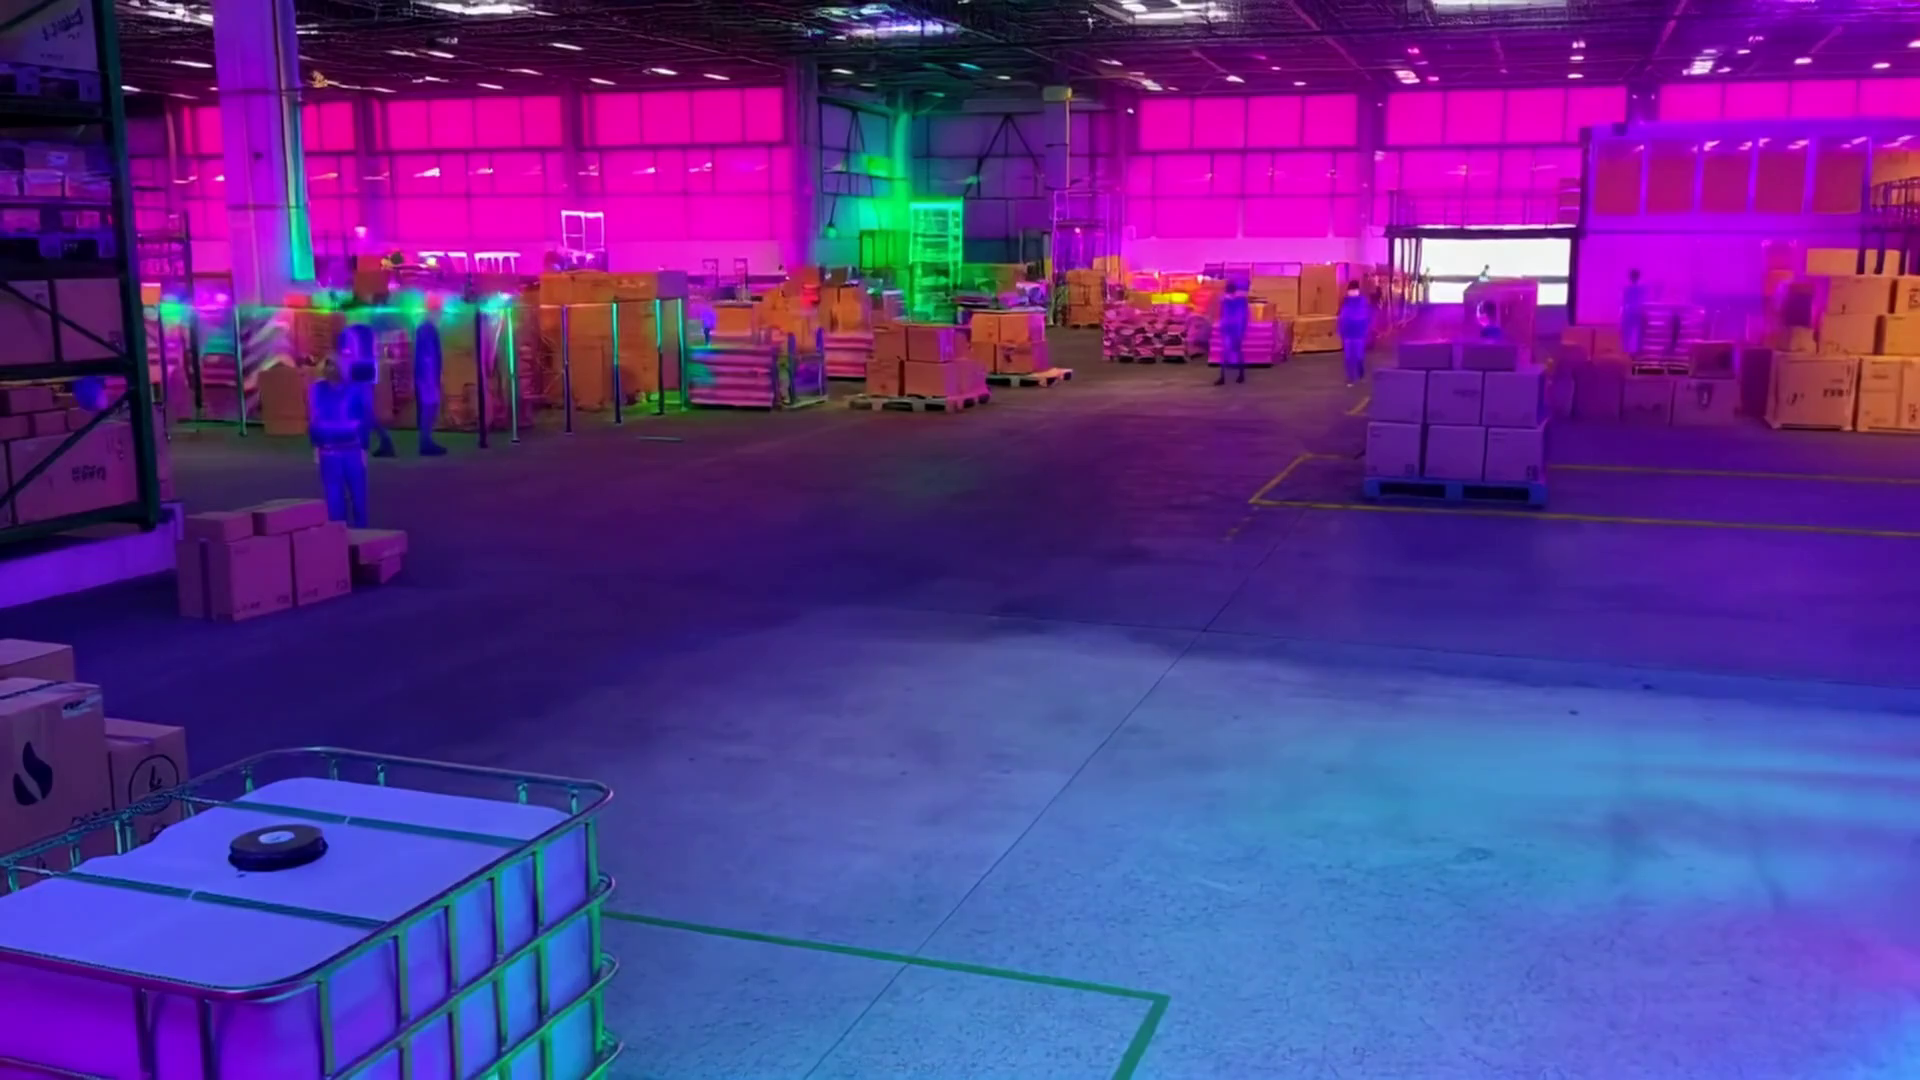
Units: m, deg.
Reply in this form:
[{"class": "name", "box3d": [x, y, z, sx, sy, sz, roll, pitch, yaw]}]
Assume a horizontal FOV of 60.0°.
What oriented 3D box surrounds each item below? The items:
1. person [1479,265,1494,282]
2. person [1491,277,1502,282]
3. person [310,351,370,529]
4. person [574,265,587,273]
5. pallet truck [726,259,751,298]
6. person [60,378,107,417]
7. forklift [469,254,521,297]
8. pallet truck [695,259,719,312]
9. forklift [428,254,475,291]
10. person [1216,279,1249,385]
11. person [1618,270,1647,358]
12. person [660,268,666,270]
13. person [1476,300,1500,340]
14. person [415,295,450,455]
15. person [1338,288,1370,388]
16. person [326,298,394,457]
[{"class": "person", "box3d": [18.199, -8.615, 57.601, 0.518, 1.818, 0.857, 6, 12, 32]}, {"class": "person", "box3d": [10.642, -4.326, 33.340, 0.583, 1.857, 1.024, 5, 11, 27]}, {"class": "person", "box3d": [-5.113, -0.742, 13.743, 0.516, 1.640, 0.314, 2, 10, 12]}, {"class": "person", "box3d": [-9.427, -5.910, 41.841, 0.618, 2.005, 1.003, 9, 14, 42]}, {"class": "pallet truck", "box3d": [-7.986, -9.493, 62.019, 0.823, 1.965, 1.885, 3, 11, 17]}, {"class": "person", "box3d": [-10.487, -1.802, 19.772, 0.695, 1.604, 0.530, 2, 10, 13]}, {"class": "forklift", "box3d": [-17.990, -10.121, 64.684, 1.157, 1.987, 2.680, 3, 11, 17]}, {"class": "pallet truck", "box3d": [-9.165, -9.627, 62.776, 0.823, 1.965, 1.885, 4, 11, 23]}, {"class": "forklift", "box3d": [-20.133, -10.254, 65.465, 1.157, 1.987, 2.680, 3, 11, 19]}, {"class": "person", "box3d": [4.904, -3.718, 29.828, 0.549, 1.883, 0.976, 5, 11, 28]}, {"class": "person", "box3d": [14.956, -5.031, 37.035, 0.410, 1.952, 0.606, -7, 12, -34]}, {"class": "person", "box3d": [-7.750, -6.240, 44.010, 0.661, 1.885, 0.487, 5, 11, 25]}, {"class": "person", "box3d": [6.147, -1.875, 19.493, 0.315, 1.865, 0.526, 7, 12, 33]}, {"class": "person", "box3d": [-6.289, -1.962, 19.880, 0.456, 1.916, 0.556, -3, 11, -18]}, {"class": "person", "box3d": [6.874, -3.519, 29.061, 0.543, 1.750, 0.368, 5, 11, 25]}, {"class": "person", "box3d": [-7.182, -1.923, 19.747, 1.027, 1.877, 0.561, 2, 10, 11]}]
